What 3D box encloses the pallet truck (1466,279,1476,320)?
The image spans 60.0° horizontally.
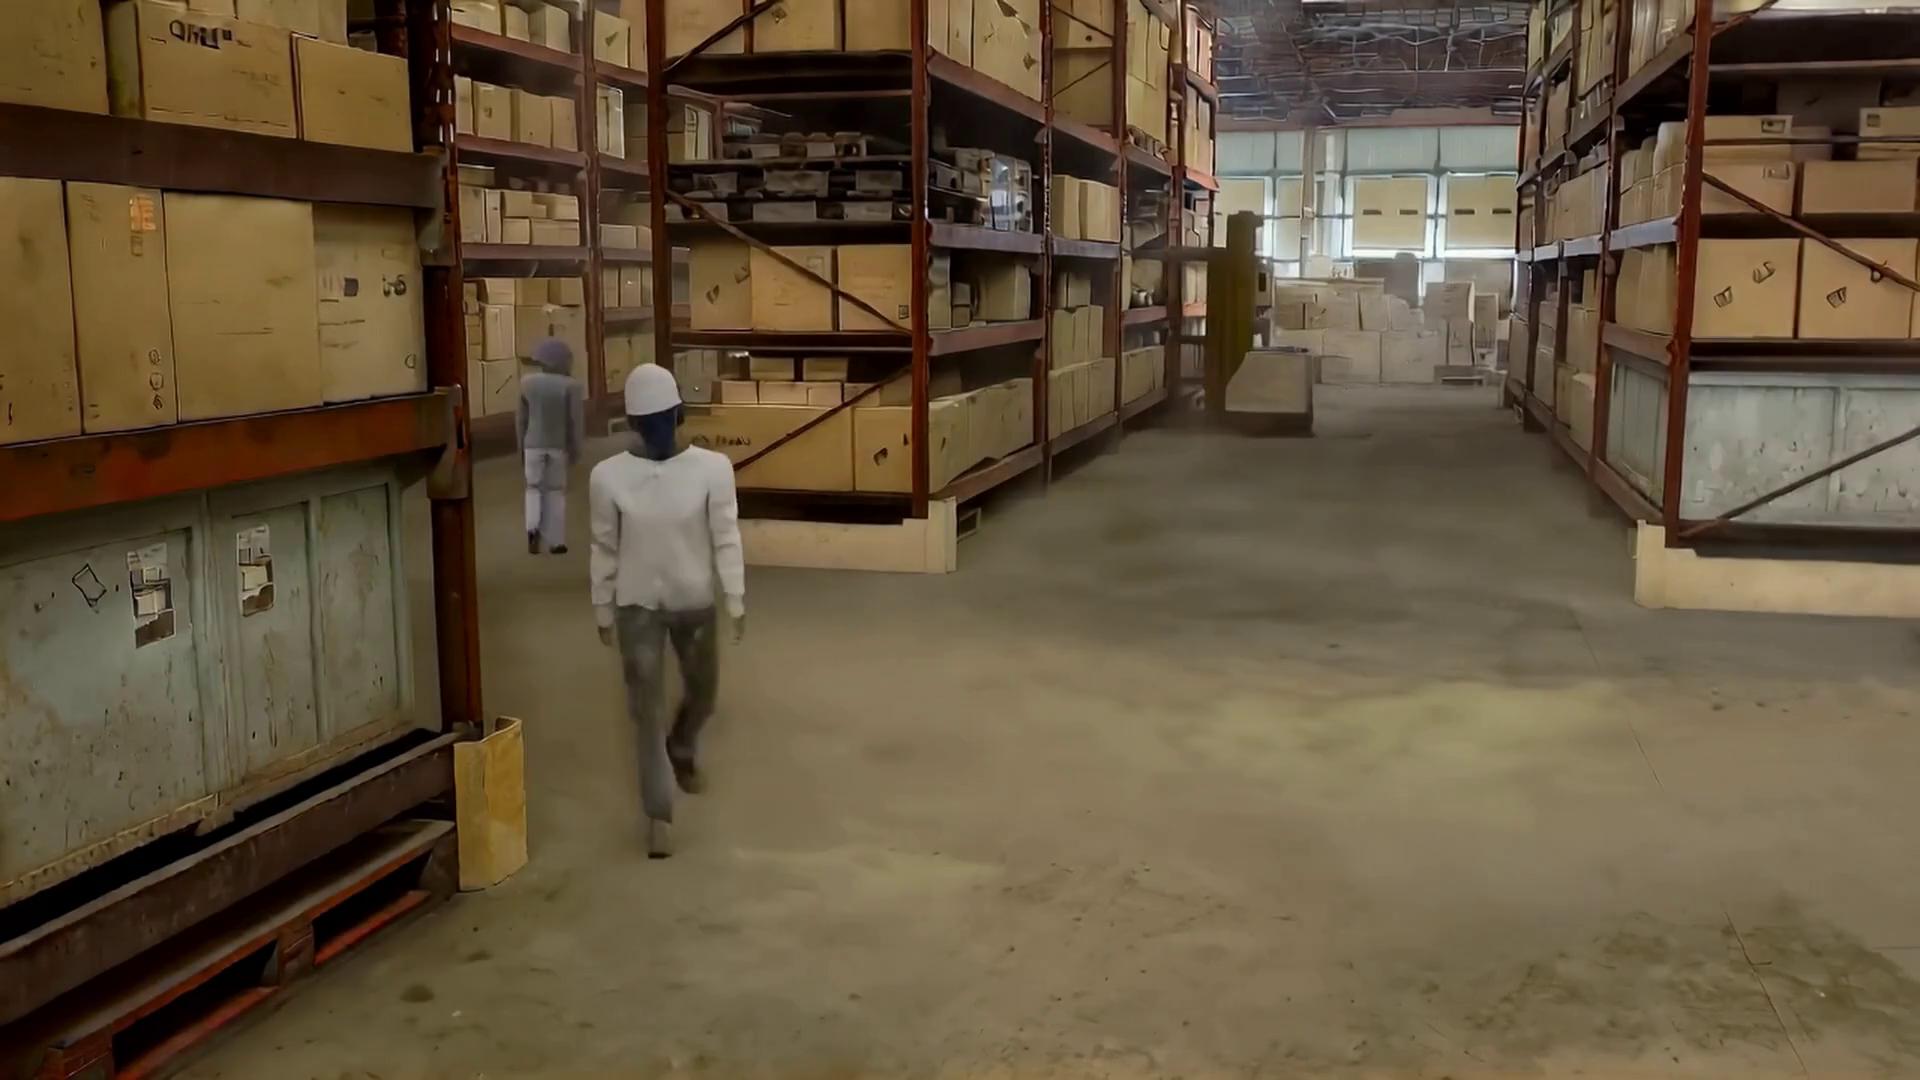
[{"bbox_3d":[18.896,-8.459,60.307,1.885,1.965,0.823,5,10,31],"label":"pallet truck"}]

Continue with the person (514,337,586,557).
[{"bbox_3d":[-2.941,-0.649,11.922,0.529,1.605,0.544,0,9,2],"label":"person"}]

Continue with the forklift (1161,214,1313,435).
[{"bbox_3d":[3.647,-2.812,21.640,1.873,2.768,1.129,2,9,15],"label":"forklift"}]

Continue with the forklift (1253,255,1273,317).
[{"bbox_3d":[10.551,-8.662,58.805,1.129,2.768,1.873,2,9,15],"label":"forklift"}]

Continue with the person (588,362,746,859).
[{"bbox_3d":[-1.066,0.213,6.032,0.541,1.737,0.723,-2,9,-14],"label":"person"}]

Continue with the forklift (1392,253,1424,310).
[{"bbox_3d":[14.534,-7.989,54.531,1.129,2.768,1.873,-9,12,-43],"label":"forklift"}]

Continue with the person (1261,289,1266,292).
[{"bbox_3d":[11.241,-8.485,61.659,0.360,1.629,0.520,6,11,35],"label":"person"}]

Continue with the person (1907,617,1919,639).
[{"bbox_3d":[5.206,-0.233,8.154,0.902,1.969,0.617,9,12,44],"label":"person"}]
